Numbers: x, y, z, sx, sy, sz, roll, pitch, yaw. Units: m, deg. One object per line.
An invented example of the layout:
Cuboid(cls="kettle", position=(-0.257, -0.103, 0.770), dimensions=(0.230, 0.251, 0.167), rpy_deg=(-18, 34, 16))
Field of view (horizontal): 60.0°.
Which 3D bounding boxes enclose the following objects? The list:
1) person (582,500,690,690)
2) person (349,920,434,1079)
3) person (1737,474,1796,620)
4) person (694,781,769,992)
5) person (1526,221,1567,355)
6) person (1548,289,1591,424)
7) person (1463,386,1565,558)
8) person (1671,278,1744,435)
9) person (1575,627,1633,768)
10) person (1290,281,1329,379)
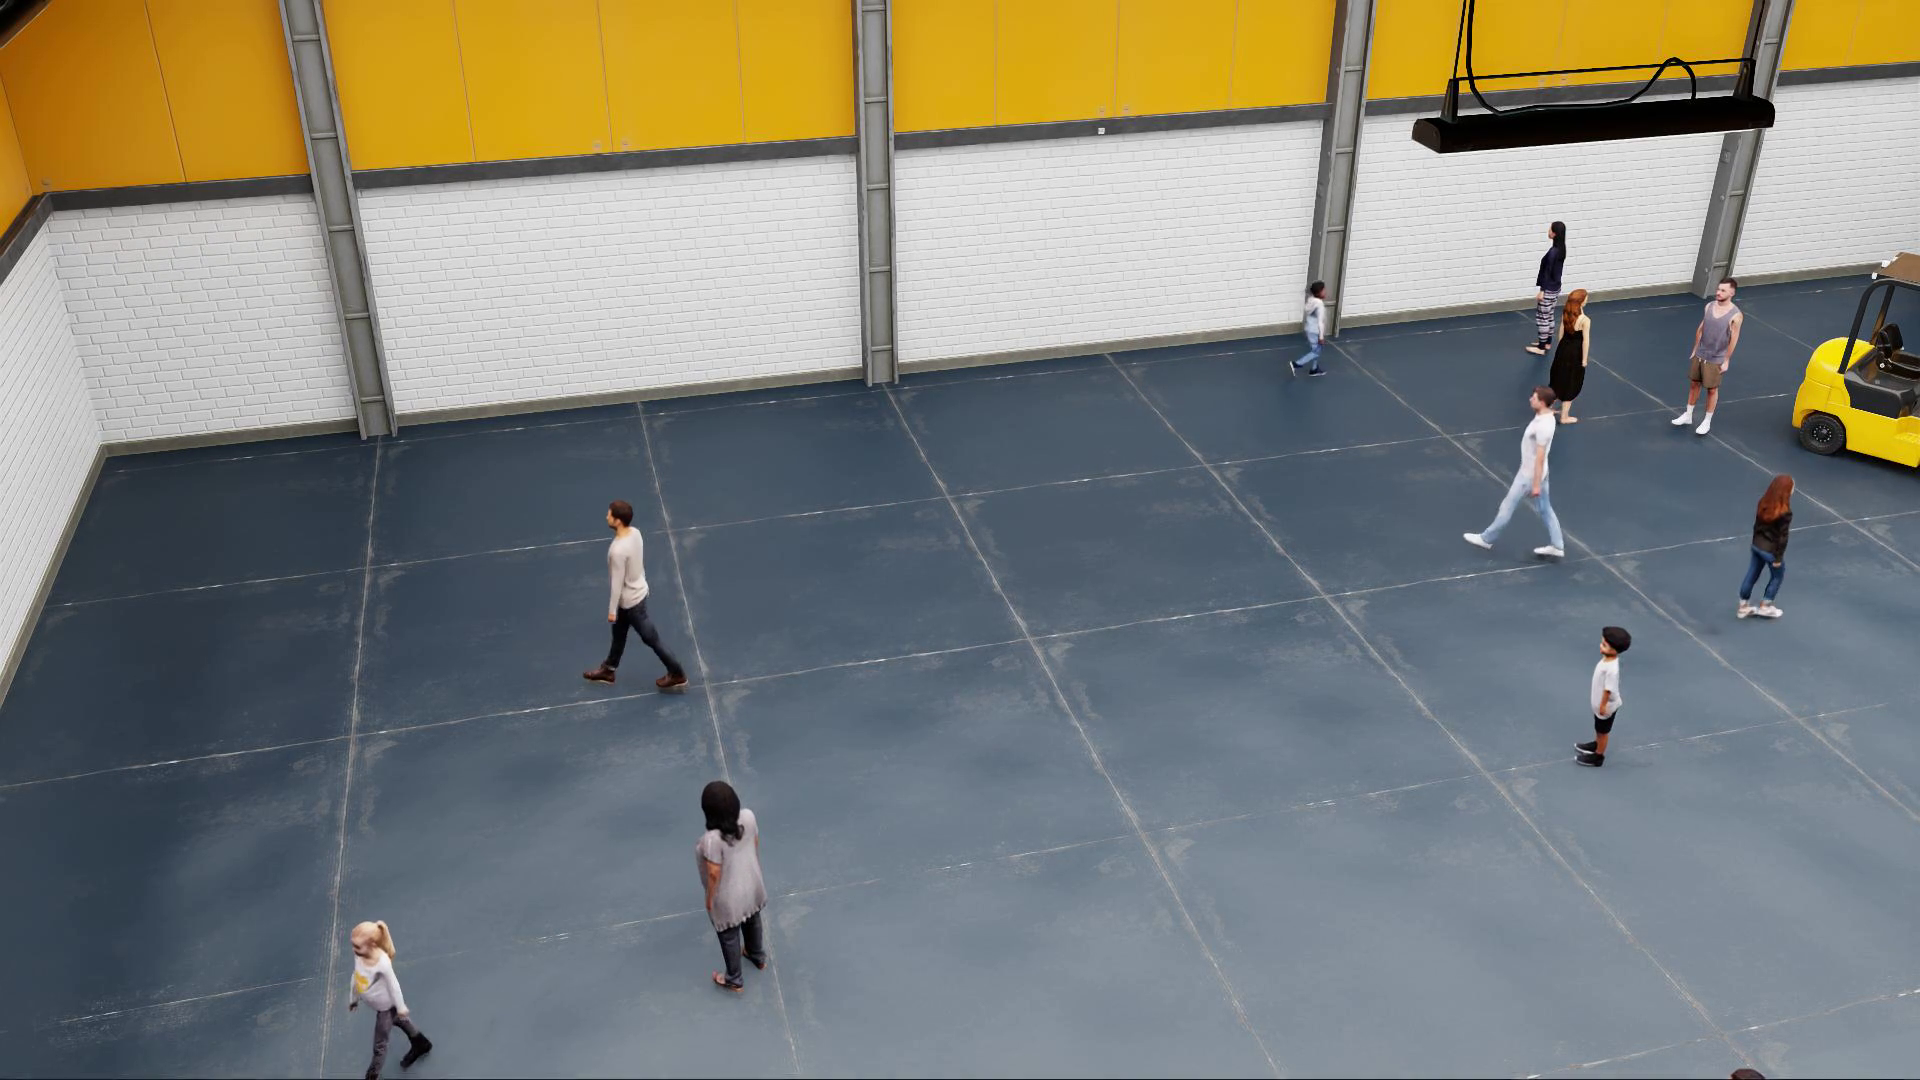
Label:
Cuboid(cls="person", position=(-2.729, 0.526, 14.271), dimensions=(1.267, 1.823, 0.915), rpy_deg=(2, 29, 3))
Cuboid(cls="person", position=(-3.596, 2.888, 10.538), dimensions=(0.779, 1.252, 0.944), rpy_deg=(25, 37, 37))
Cuboid(cls="person", position=(7.453, 0.085, 15.446), dimensions=(0.656, 1.472, 0.625), rpy_deg=(-11, 30, -19))
Cuboid(cls="person", position=(-1.533, 2.314, 11.217), dimensions=(0.832, 1.608, 0.766), rpy_deg=(19, 34, 31))
Cuboid(cls="person", position=(7.549, -3.233, 21.256), dimensions=(0.724, 1.732, 0.649), rpy_deg=(18, 33, 30))
Cuboid(cls="person", position=(7.109, -2.160, 19.402), dimensions=(0.643, 1.625, 0.624), rpy_deg=(-15, 32, -26))
Cuboid(cls="person", position=(5.741, -0.614, 16.384), dimensions=(1.287, 1.801, 1.178), rpy_deg=(13, 31, 22))
Cuboid(cls="person", position=(8.600, -2.130, 19.027), dimensions=(0.693, 1.846, 0.703), rpy_deg=(-19, 34, -30))
Cuboid(cls="person", position=(5.260, 1.264, 13.510), dimensions=(0.600, 1.256, 0.562), rpy_deg=(7, 29, 12))
Cuboid(cls="person", position=(4.344, -2.584, 20.570), dimensions=(0.747, 1.250, 0.511), rpy_deg=(-5, 29, -10))
